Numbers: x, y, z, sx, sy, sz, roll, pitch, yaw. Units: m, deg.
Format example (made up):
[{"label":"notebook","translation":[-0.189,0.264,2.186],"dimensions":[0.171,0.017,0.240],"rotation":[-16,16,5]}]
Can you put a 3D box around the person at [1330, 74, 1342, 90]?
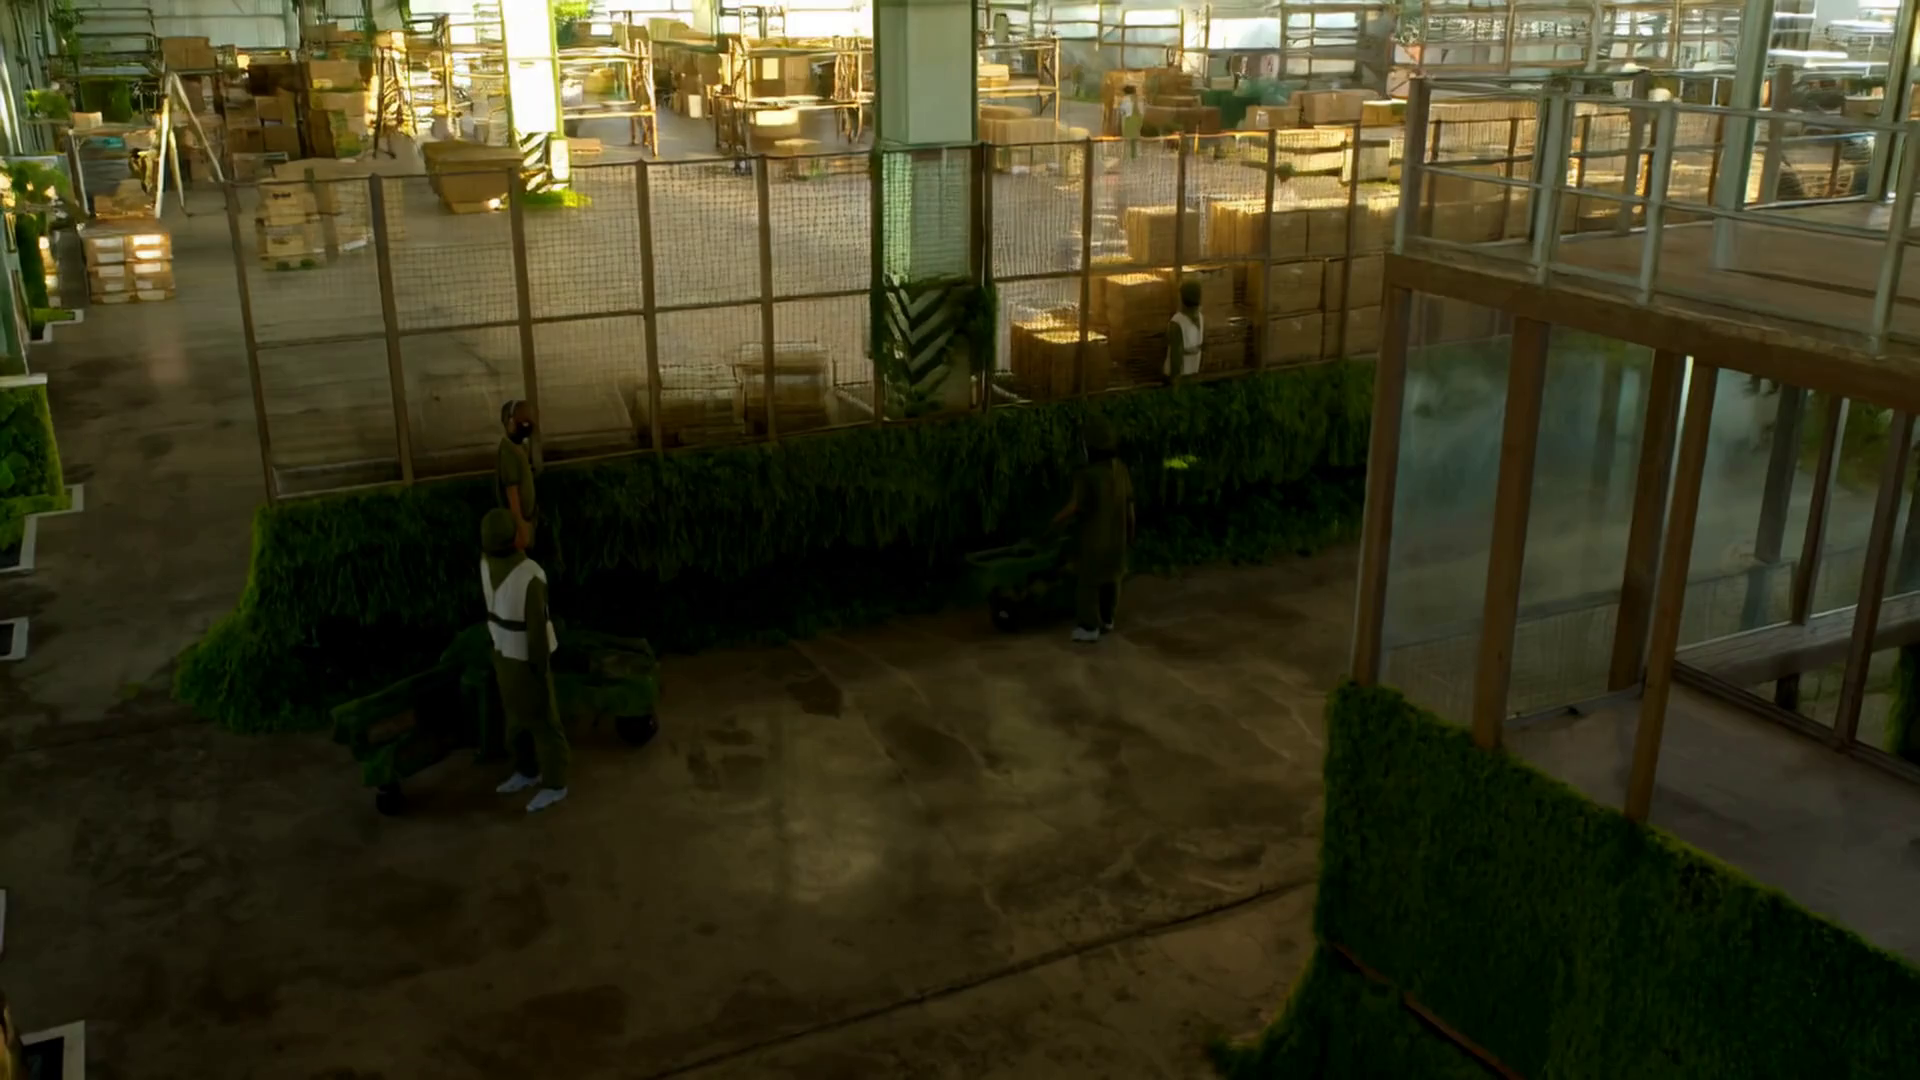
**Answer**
[{"label":"person","translation":[12.169,-14.282,53.963],"dimensions":[0.315,1.629,0.508],"rotation":[-8,21,-22]}]

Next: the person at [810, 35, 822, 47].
[{"label":"person","translation":[-6.594,-22.300,76.766],"dimensions":[0.425,1.926,0.628],"rotation":[17,25,40]}]

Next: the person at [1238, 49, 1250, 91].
[{"label":"person","translation":[11.895,-19.564,69.200],"dimensions":[0.625,1.679,0.540],"rotation":[-8,21,-23]}]

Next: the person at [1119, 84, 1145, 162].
[{"label":"person","translation":[4.502,-10.994,43.808],"dimensions":[0.758,2.000,0.627],"rotation":[-10,21,-26]}]

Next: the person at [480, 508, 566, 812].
[{"label":"person","translation":[-2.664,0.702,10.110],"dimensions":[0.586,1.910,0.396],"rotation":[17,25,40]}]

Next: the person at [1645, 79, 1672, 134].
[{"label":"person","translation":[19.988,-12.233,47.617],"dimensions":[0.662,1.891,0.642],"rotation":[1,19,2]}]

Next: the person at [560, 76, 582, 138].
[{"label":"person","translation":[-11.460,-12.741,49.140],"dimensions":[0.649,1.891,1.053],"rotation":[0,19,-1]}]

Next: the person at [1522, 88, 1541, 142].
[{"label":"person","translation":[14.858,-10.705,43.081],"dimensions":[0.608,1.966,0.372],"rotation":[6,20,17]}]

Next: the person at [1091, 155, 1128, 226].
[{"label":"person","translation":[2.513,-5.484,28.006],"dimensions":[0.624,1.933,0.442],"rotation":[10,21,26]}]

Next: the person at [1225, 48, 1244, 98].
[{"label":"person","translation":[10.863,-18.395,65.531],"dimensions":[0.630,1.894,1.046],"rotation":[12,23,32]}]

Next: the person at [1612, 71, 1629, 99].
[{"label":"person","translation":[21.713,-14.574,54.726],"dimensions":[0.539,1.676,0.566],"rotation":[11,22,28]}]

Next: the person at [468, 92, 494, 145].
[{"label":"person","translation":[-12.542,-10.824,43.675],"dimensions":[0.644,1.813,0.646],"rotation":[-9,21,-23]}]

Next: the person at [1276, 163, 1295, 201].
[{"label":"person","translation":[5.472,-5.387,27.857],"dimensions":[0.964,1.845,0.592],"rotation":[2,19,6]}]

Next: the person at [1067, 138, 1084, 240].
[{"label":"person","translation":[2.249,-6.620,31.389],"dimensions":[0.567,1.876,0.354],"rotation":[17,26,41]}]

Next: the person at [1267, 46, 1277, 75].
[{"label":"person","translation":[12.599,-18.894,66.913],"dimensions":[0.596,1.907,0.576],"rotation":[7,20,18]}]

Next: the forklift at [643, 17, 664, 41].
[{"label":"forklift","translation":[-13.335,-21.397,72.696],"dimensions":[1.873,2.768,1.129],"rotation":[15,24,36]}]

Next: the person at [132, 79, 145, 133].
[{"label":"person","translation":[-25.380,-13.404,51.416],"dimensions":[0.526,1.631,0.319],"rotation":[5,20,15]}]

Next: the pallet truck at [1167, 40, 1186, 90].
[{"label":"pallet truck","translation":[9.045,-19.971,69.895],"dimensions":[0.823,1.965,1.885],"rotation":[-3,19,-8]}]

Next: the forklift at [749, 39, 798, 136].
[{"label":"forklift","translation":[-5.794,-13.889,50.932],"dimensions":[1.129,2.768,1.873],"rotation":[-9,21,-25]}]

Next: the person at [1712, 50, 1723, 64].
[{"label":"person","translation":[30.464,-18.864,67.064],"dimensions":[0.540,1.749,0.504],"rotation":[-10,21,-26]}]

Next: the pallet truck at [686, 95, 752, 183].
[{"label":"pallet truck","translation":[-5.836,-9.608,39.856],"dimensions":[0.823,1.965,1.885],"rotation":[10,22,27]}]

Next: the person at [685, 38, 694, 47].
[{"label":"person","translation":[-12.164,-21.622,74.861],"dimensions":[0.532,1.888,0.890],"rotation":[5,20,13]}]

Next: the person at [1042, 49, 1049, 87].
[{"label":"person","translation":[3.507,-19.562,69.161],"dimensions":[0.318,1.700,0.535],"rotation":[12,22,31]}]

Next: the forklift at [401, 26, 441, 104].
[{"label":"forklift","translation":[-20.470,-17.640,61.806],"dimensions":[1.873,2.768,1.129],"rotation":[-9,21,-25]}]

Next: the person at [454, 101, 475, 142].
[{"label":"person","translation":[-11.696,-9.377,39.291],"dimensions":[0.388,1.927,0.589],"rotation":[11,22,29]}]

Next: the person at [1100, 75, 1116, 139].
[{"label":"person","translation":[4.428,-12.948,49.752],"dimensions":[0.531,1.860,0.331],"rotation":[15,24,37]}]

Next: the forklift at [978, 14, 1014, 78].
[{"label":"forklift","translation":[1.833,-22.907,77.074],"dimensions":[1.873,2.768,1.129],"rotation":[9,21,24]}]

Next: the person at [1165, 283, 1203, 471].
[{"label":"person","translation":[2.294,-1.683,17.003],"dimensions":[0.376,1.917,0.599],"rotation":[11,22,29]}]

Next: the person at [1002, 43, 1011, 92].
[{"label":"person","translation":[1.888,-19.105,67.401],"dimensions":[0.391,1.986,0.609],"rotation":[7,20,20]}]

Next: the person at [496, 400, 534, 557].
[{"label":"person","translation":[-3.328,-0.148,12.637],"dimensions":[0.326,1.865,0.518],"rotation":[-5,20,-13]}]

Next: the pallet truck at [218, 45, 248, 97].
[{"label":"pallet truck","translation":[-28.879,-18.665,66.111],"dimensions":[0.823,1.965,1.885],"rotation":[-3,19,-9]}]

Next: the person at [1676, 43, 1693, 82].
[{"label":"person","translation":[31.802,-20.837,72.746],"dimensions":[0.621,1.758,0.935],"rotation":[-11,22,-28]}]
